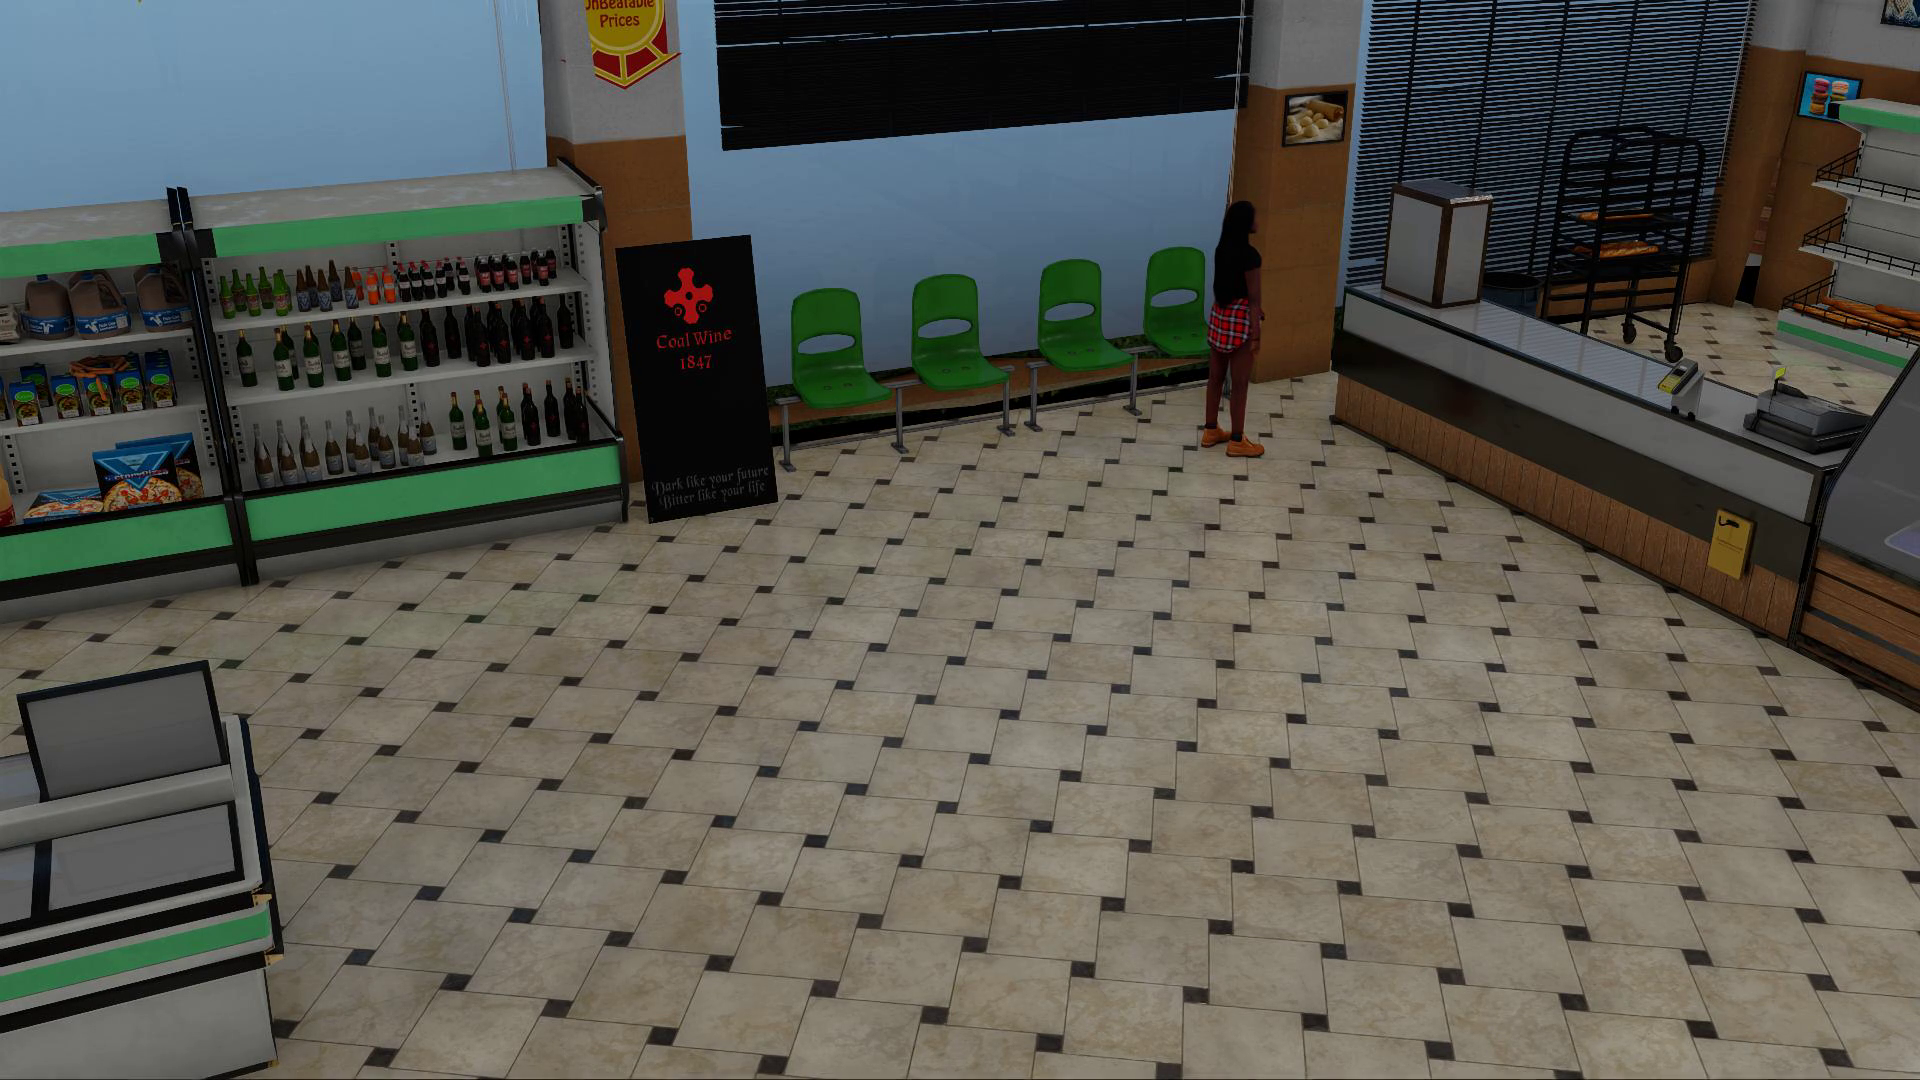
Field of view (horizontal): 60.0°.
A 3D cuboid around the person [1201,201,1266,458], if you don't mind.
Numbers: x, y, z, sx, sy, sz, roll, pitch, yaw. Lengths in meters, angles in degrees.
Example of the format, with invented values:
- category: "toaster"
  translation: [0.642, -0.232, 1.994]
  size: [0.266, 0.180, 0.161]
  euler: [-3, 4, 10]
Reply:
- category: "person"
  translation: [1.851, -1.428, 11.234]
  size: [0.602, 1.728, 0.623]
  euler: [-12, 27, -26]
